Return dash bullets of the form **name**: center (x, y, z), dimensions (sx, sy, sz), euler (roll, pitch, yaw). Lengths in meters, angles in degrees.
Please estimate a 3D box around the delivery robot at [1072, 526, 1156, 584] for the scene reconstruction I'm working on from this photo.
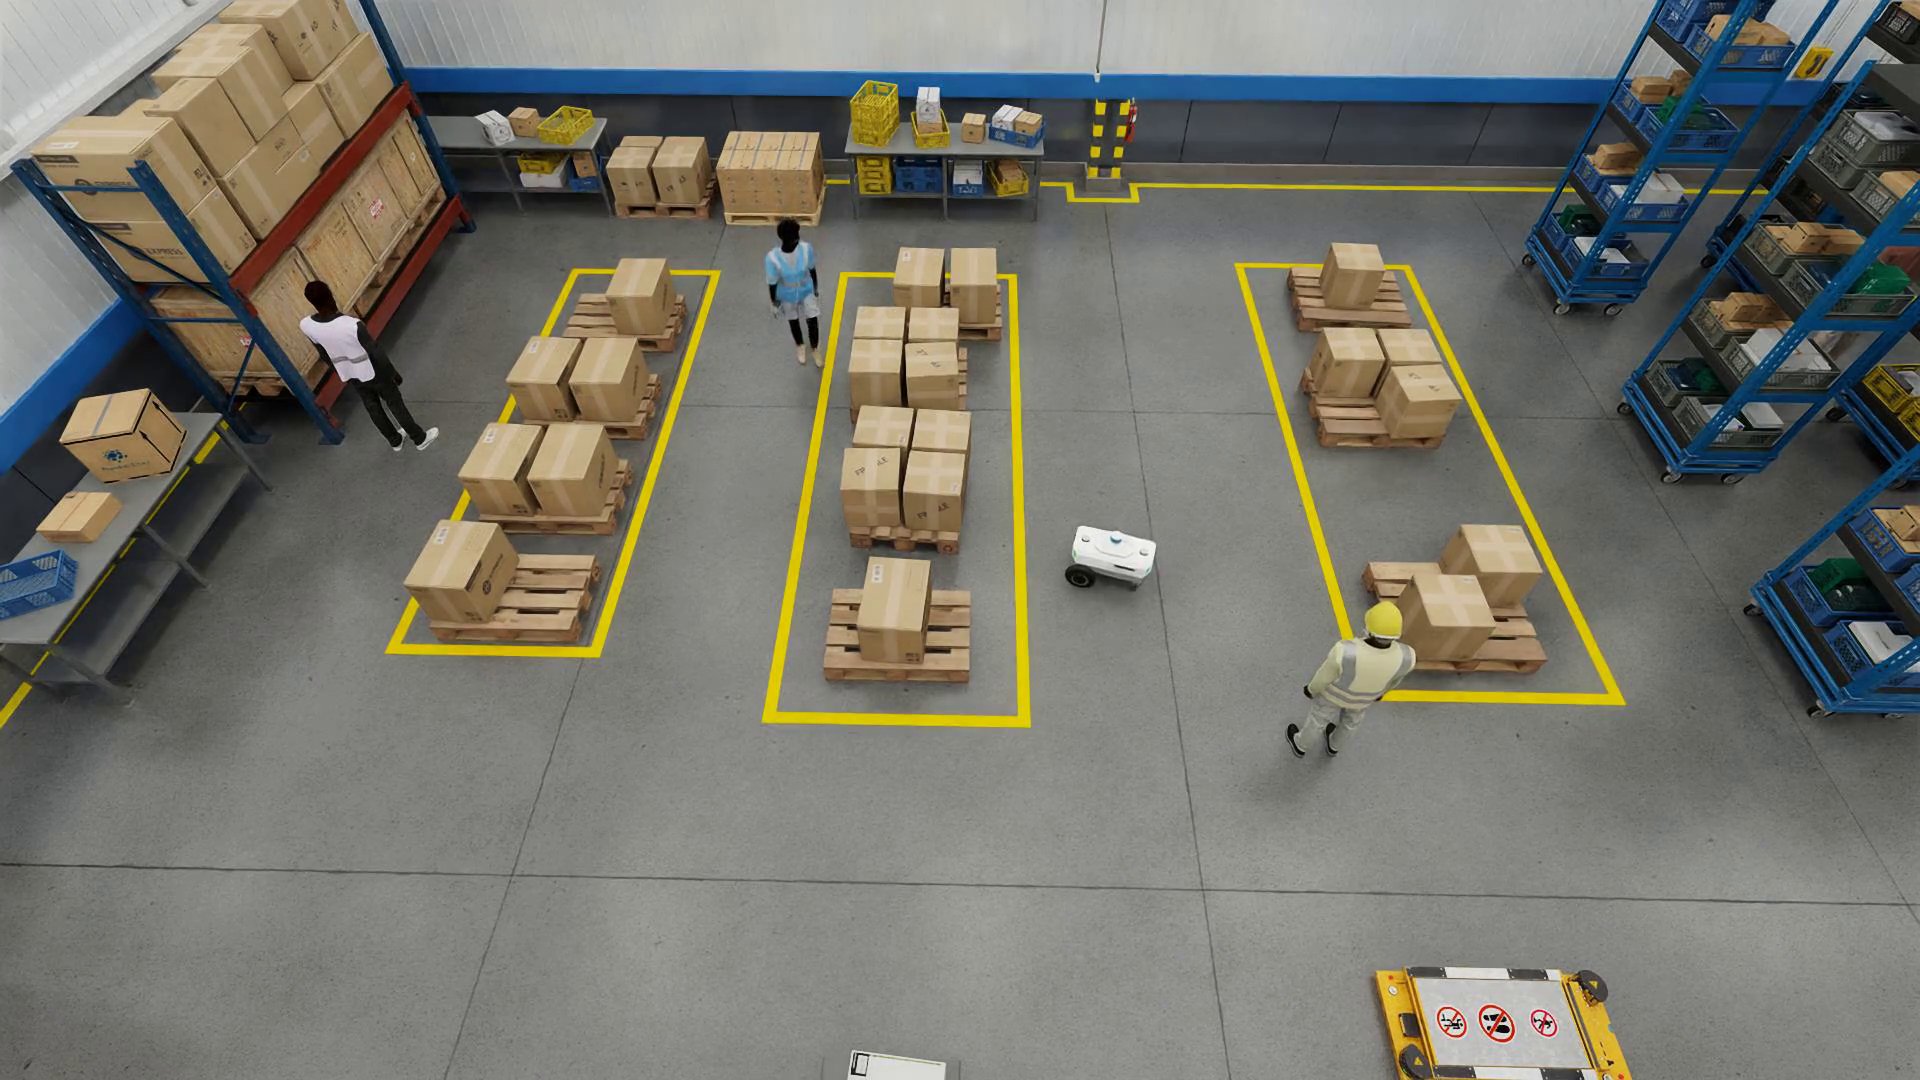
- **delivery robot**: center (1.364, 0.112, 8.136), dimensions (0.707, 0.478, 0.477), euler (13, 52, 11)

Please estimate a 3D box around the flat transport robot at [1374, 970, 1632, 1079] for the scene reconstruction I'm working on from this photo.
- **flat transport robot**: center (3.501, 3.133, 5.914), dimensions (1.431, 0.197, 0.652), euler (1, 51, 1)

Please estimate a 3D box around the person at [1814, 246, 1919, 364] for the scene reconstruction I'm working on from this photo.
- **person**: center (9.423, -2.587, 9.479), dimensions (0.608, 1.987, 0.388), euler (1, 51, 1)

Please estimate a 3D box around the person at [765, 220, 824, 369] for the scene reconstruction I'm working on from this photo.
- **person**: center (-1.723, -2.520, 9.621), dimensions (0.573, 1.682, 0.520), euler (-15, 52, -12)

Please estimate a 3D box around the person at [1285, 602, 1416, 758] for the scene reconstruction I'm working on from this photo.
- **person**: center (2.803, 1.051, 6.617), dimensions (0.586, 1.823, 0.403), euler (1, 51, 1)

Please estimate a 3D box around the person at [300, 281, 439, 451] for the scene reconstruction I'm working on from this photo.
- **person**: center (-5.663, -1.601, 8.722), dimensions (0.589, 1.915, 0.393), euler (1, 51, 1)
